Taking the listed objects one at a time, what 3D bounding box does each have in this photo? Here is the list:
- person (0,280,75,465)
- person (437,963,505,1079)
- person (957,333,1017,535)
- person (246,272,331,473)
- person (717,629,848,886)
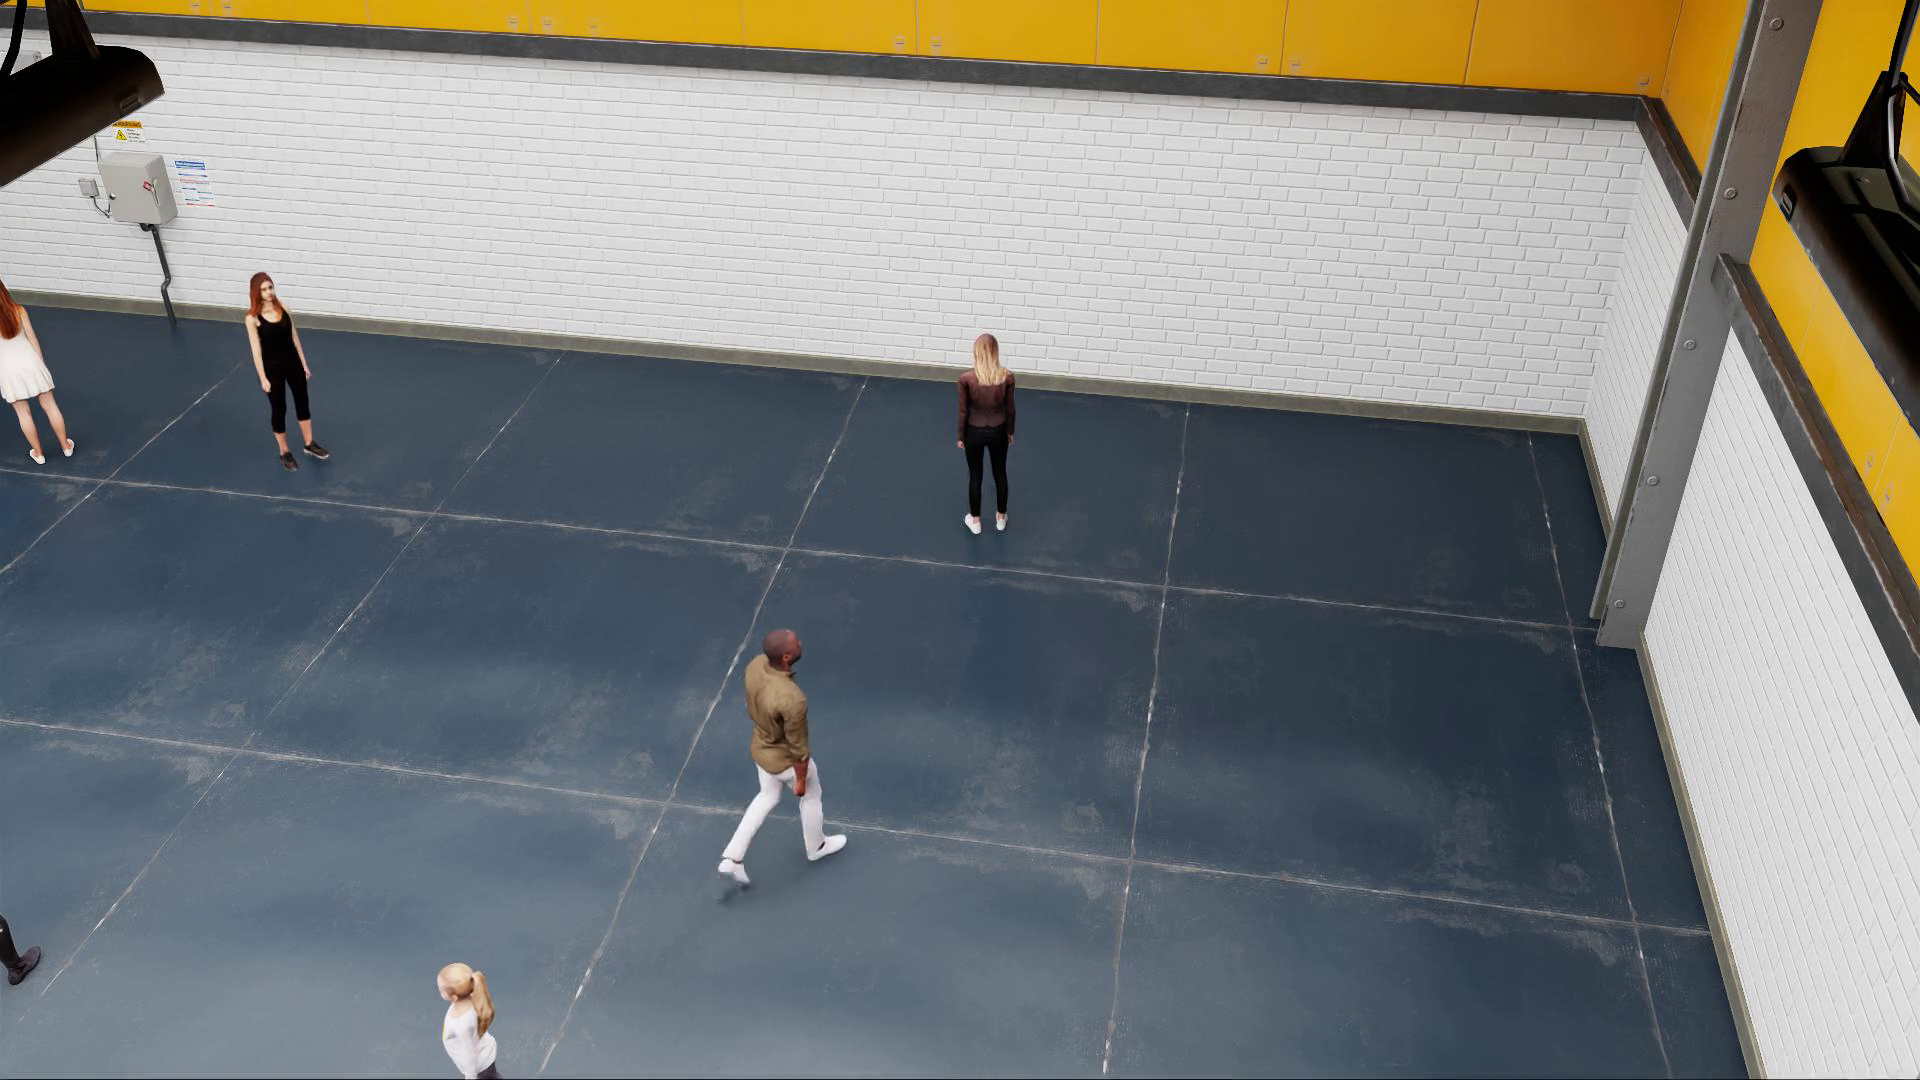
[{"bbox_3d":[-7.877,-1.439,13.940,0.652,1.711,0.708,-20,39,-27],"label":"person"},{"bbox_3d":[-2.401,2.577,8.289,0.609,1.278,0.502,-4,34,-6],"label":"person"},{"bbox_3d":[0.204,-0.827,13.026,0.669,1.703,0.625,-6,34,-8],"label":"person"},{"bbox_3d":[-5.684,-1.438,13.923,0.708,1.727,0.597,24,41,32],"label":"person"},{"bbox_3d":[-1.116,1.294,9.750,1.214,1.796,1.113,-26,41,-33],"label":"person"}]
